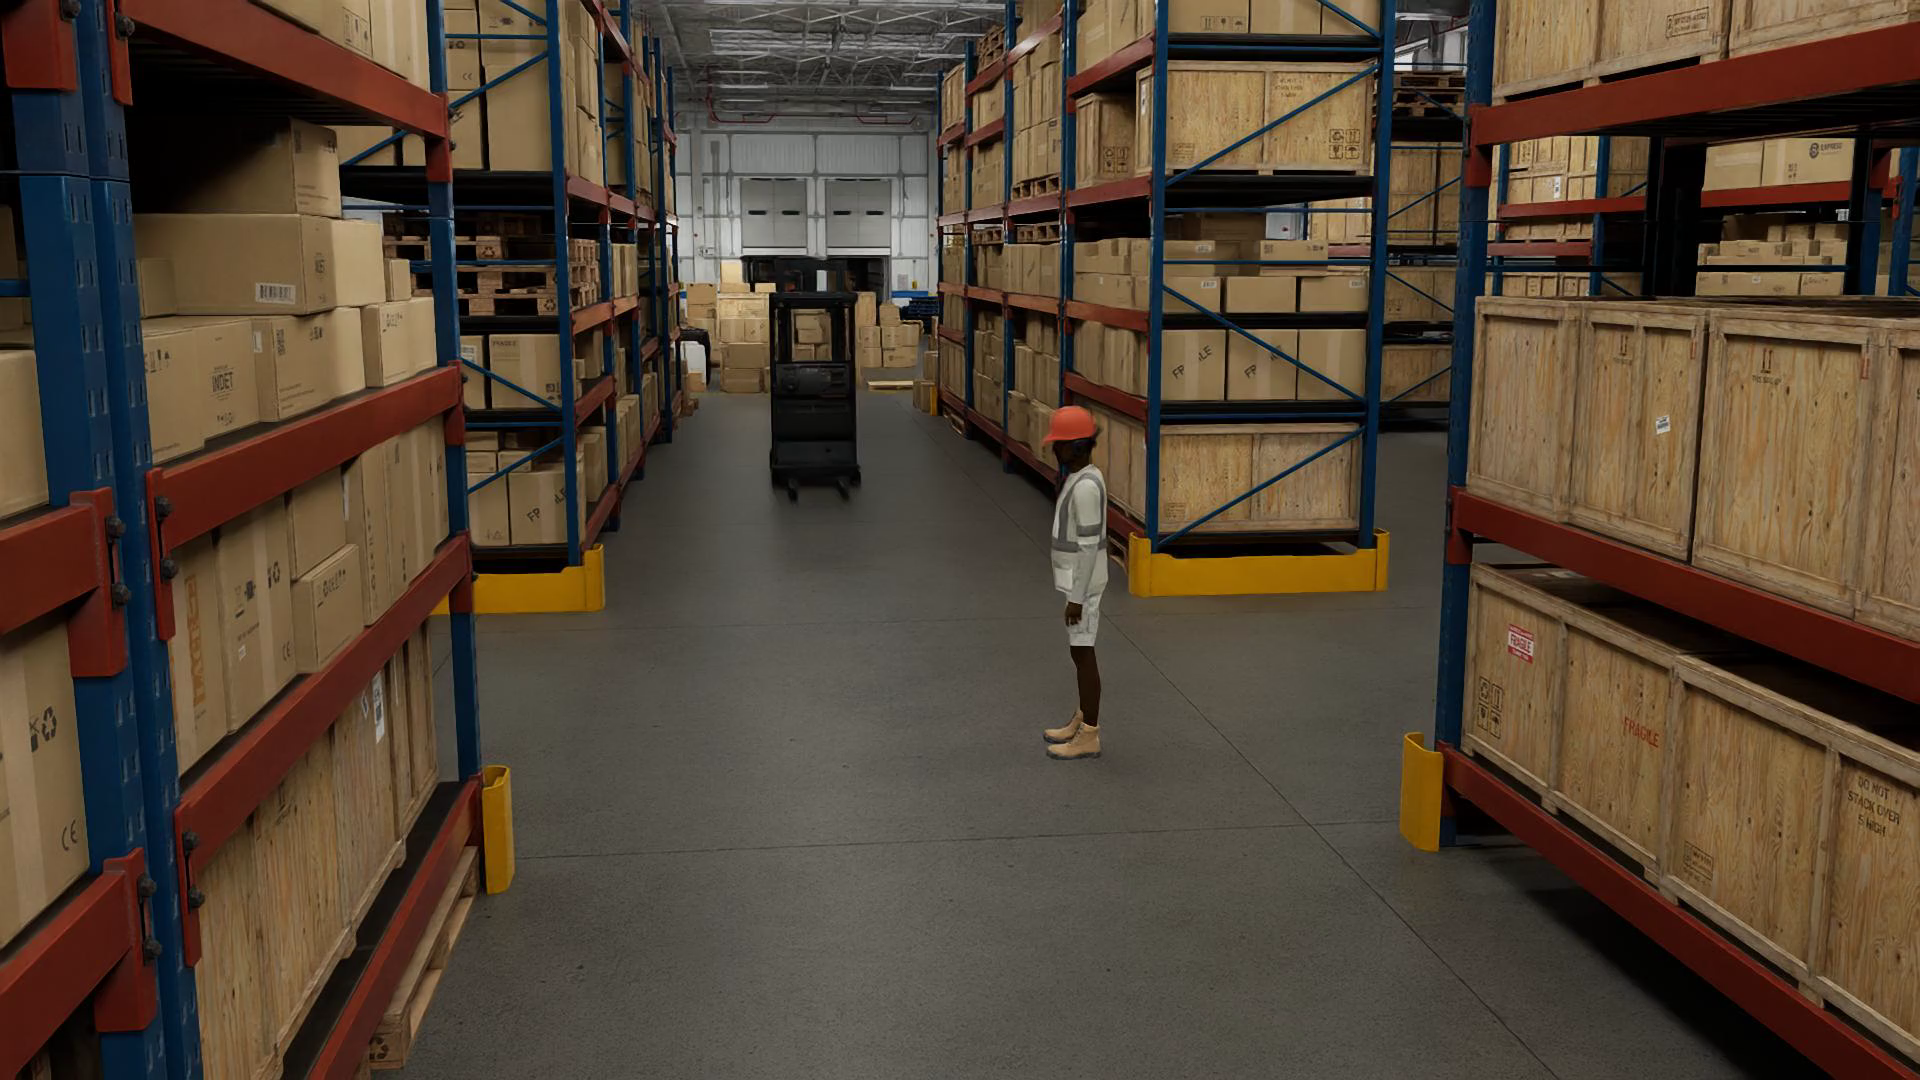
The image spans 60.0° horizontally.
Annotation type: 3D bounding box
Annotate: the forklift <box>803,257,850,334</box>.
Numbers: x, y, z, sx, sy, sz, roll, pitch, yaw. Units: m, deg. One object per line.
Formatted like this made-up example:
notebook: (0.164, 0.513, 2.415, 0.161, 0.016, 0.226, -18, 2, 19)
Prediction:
forklift: (-3.510, -5.286, 39.342, 1.873, 2.768, 1.129, -1, 10, -8)

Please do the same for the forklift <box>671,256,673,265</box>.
forklift: (-11.044, -9.145, 61.805, 1.129, 2.768, 1.873, -1, 10, -7)

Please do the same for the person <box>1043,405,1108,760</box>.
person: (0.661, 0.245, 9.574, 0.381, 2.044, 0.605, 0, 10, 3)

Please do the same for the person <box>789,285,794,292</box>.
person: (-5.425, -7.263, 53.650, 0.463, 1.914, 0.570, 1, 10, 4)

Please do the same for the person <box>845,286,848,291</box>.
person: (-3.685, -7.235, 53.581, 0.660, 1.878, 1.005, -9, 13, -43)

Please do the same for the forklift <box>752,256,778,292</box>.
forklift: (-7.180, -9.094, 61.510, 1.129, 2.768, 1.873, -6, 12, -33)

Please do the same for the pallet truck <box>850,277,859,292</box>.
pallet truck: (-3.782, -9.391, 65.808, 1.885, 1.965, 0.823, 2, 10, 10)

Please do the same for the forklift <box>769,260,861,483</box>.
forklift: (-1.921, -2.235, 21.577, 1.129, 2.768, 1.873, -1, 10, -7)
